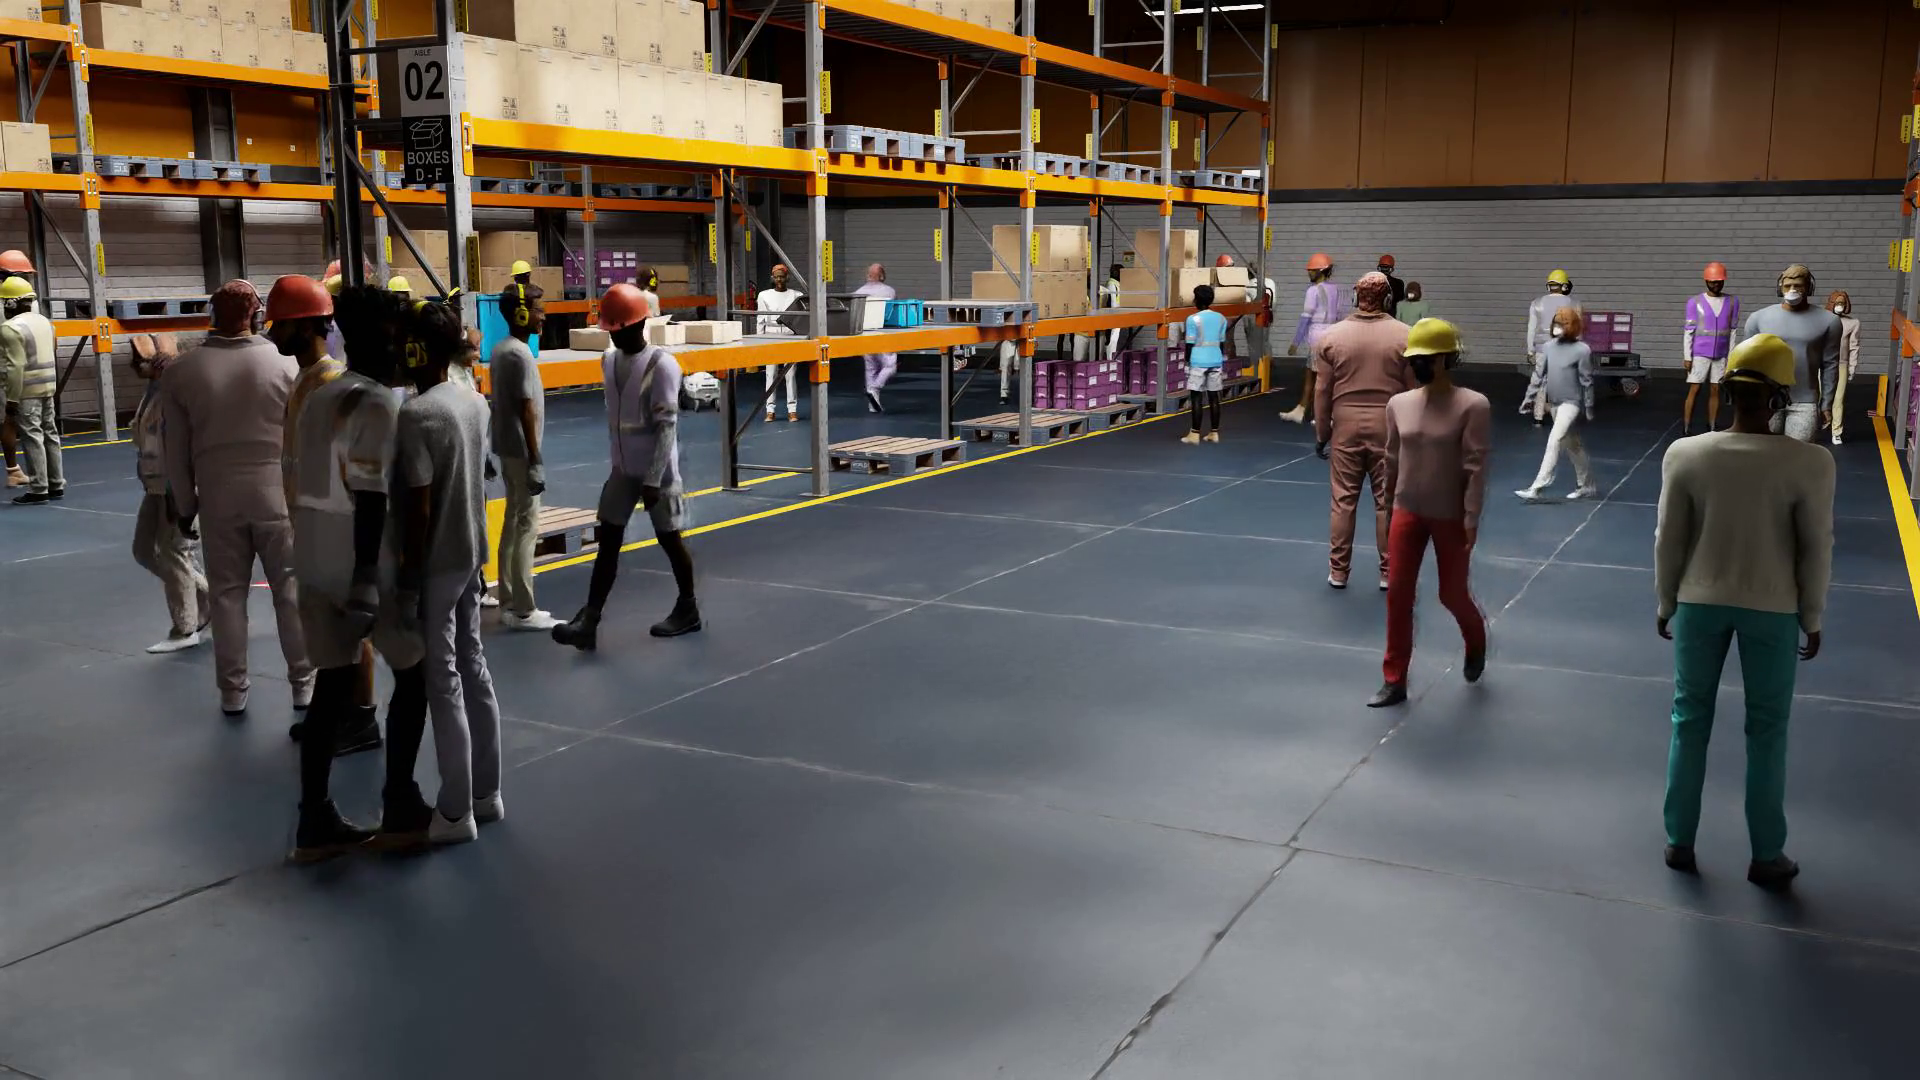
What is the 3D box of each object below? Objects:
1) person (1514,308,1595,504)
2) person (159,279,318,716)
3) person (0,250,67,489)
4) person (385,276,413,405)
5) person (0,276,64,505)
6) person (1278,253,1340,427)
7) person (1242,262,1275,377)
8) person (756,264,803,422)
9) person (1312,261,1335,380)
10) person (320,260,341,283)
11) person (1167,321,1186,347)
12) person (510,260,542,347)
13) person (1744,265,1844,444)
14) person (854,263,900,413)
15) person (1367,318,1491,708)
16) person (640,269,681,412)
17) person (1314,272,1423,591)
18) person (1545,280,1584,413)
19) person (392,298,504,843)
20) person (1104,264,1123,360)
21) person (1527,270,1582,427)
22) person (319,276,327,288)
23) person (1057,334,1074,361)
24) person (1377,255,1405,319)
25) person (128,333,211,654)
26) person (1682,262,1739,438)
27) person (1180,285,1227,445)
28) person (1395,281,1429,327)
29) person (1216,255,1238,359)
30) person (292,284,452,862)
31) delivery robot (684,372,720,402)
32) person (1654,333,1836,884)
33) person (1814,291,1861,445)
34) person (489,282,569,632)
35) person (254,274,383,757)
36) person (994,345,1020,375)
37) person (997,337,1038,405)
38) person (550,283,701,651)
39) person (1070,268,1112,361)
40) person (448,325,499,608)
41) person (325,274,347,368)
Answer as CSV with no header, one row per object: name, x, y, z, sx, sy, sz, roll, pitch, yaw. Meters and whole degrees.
person,4.885,-1.087,13.495,0.898,1.578,0.491,-4,10,-20
person,-3.114,-0.181,7.313,0.643,1.910,0.399,-2,10,-13
person,-8.026,-1.444,14.225,0.608,2.045,0.391,4,11,23
person,-6.114,-1.996,18.226,0.312,1.768,0.530,-2,10,-11
person,-7.502,-1.194,13.385,0.404,1.833,0.591,0,10,1
person,4.100,-2.329,19.466,0.758,2.024,0.627,7,12,34
person,4.724,-3.474,26.458,0.667,1.891,0.657,-3,10,-18
person,-2.145,-2.351,19.940,0.584,1.882,0.349,-1,10,-7
person,5.780,-3.525,26.613,0.398,1.924,0.586,2,10,12
person,-5.108,-1.313,13.702,0.952,1.949,0.659,-7,12,-34
person,3.177,-3.154,24.651,0.419,1.867,0.604,-4,11,-24
person,-5.613,-2.648,21.543,0.369,1.925,0.586,1,10,6
person,5.834,-0.963,11.743,0.635,1.938,0.359,5,11,27
person,-1.055,-2.513,20.842,0.673,1.891,0.518,5,11,27
person,2.153,-0.132,7.503,0.529,1.742,0.706,8,13,40
person,-3.947,-2.467,20.775,0.878,1.832,0.527,-6,12,-32
person,2.451,-0.644,9.991,0.640,1.910,0.407,3,10,18
person,7.611,-2.455,21.078,0.531,1.698,0.320,2,10,9
person,-1.793,0.110,5.726,0.328,1.874,0.512,2,10,12
person,2.621,-3.711,27.937,0.429,1.845,0.625,2,10,11
person,6.890,-2.213,19.295,0.599,1.827,0.403,4,10,20
person,-6.568,-1.810,17.097,0.726,1.805,0.443,-9,13,-42
person,1.892,-3.957,29.079,0.547,1.938,0.359,3,10,18
person,6.465,-3.345,25.368,0.623,1.993,0.383,4,10,20
person,-4.010,-0.237,8.451,0.386,1.629,0.519,-9,13,-41
person,8.036,-1.999,17.809,0.548,1.926,0.428,1,10,4
person,2.582,-1.853,17.623,0.533,1.693,0.316,-6,11,-30
person,6.346,-2.831,23.443,0.531,1.620,0.337,8,12,38
person,4.133,-3.432,25.906,0.392,1.985,0.610,4,11,22
person,-2.046,0.105,5.630,0.643,1.910,0.651,9,13,42
delivery robot,-3.316,-1.983,21.378,0.477,0.478,0.707,-4,10,-22
person,2.521,0.221,5.391,0.526,1.768,0.331,7,12,36
person,9.223,-1.818,17.601,0.496,1.629,0.277,4,10,20
person,-2.347,-0.443,8.937,0.310,1.868,0.532,-6,11,-31
person,-2.585,-0.091,6.700,0.373,1.934,0.551,-6,11,-31
person,0.796,-3.691,27.540,0.632,1.940,0.372,-6,11,-30
person,0.763,-2.706,22.155,0.591,1.829,0.404,0,10,1
person,-1.683,-0.364,8.478,0.612,1.864,0.982,7,12,35
person,1.800,-2.849,22.979,0.625,1.836,0.429,-1,10,-5
person,-2.838,-0.416,9.497,0.588,1.609,0.525,-1,10,-5
person,-4.459,-0.987,12.092,0.592,1.870,1.036,6,12,33
